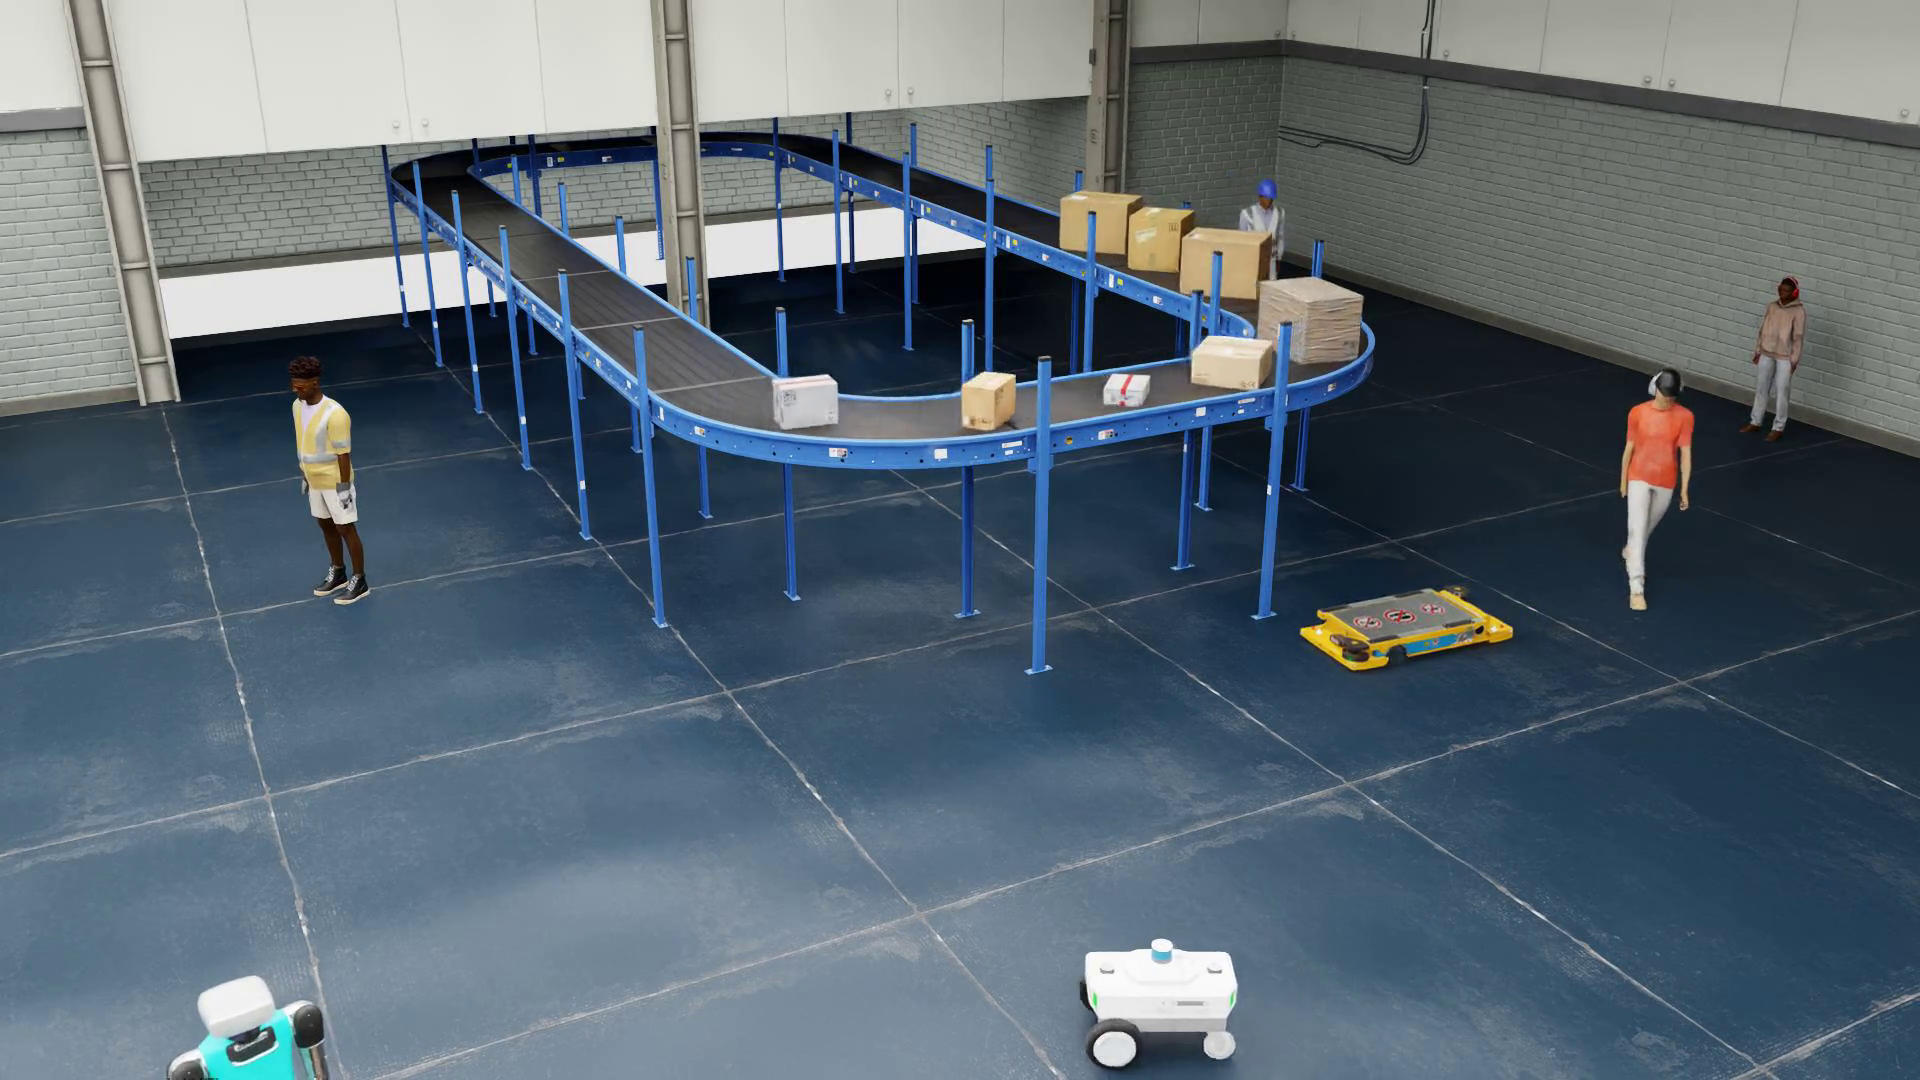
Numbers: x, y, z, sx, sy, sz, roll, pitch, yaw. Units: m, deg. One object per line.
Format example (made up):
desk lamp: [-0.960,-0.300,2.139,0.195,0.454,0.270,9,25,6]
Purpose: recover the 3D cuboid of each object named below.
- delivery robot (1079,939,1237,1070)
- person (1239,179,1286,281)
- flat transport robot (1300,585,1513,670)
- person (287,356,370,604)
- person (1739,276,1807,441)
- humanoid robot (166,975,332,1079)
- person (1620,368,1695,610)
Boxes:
delivery robot: [0.945,2.214,8.043,0.813,0.610,0.499,0,22,0]
person: [3.606,-3.411,20.099,0.613,1.933,0.577,-4,22,-10]
flat transport robot: [3.301,0.645,12.280,1.431,0.231,0.659,-9,24,-21]
person: [-4.874,-0.473,12.797,0.602,1.959,0.372,16,27,34]
person: [8.127,-1.811,16.516,0.312,1.647,0.470,-12,25,-27]
humanoid robot: [-2.307,2.452,5.896,0.547,1.797,0.808,-19,29,-39]
person: [5.381,-0.476,12.942,0.494,1.867,1.016,5,23,12]
